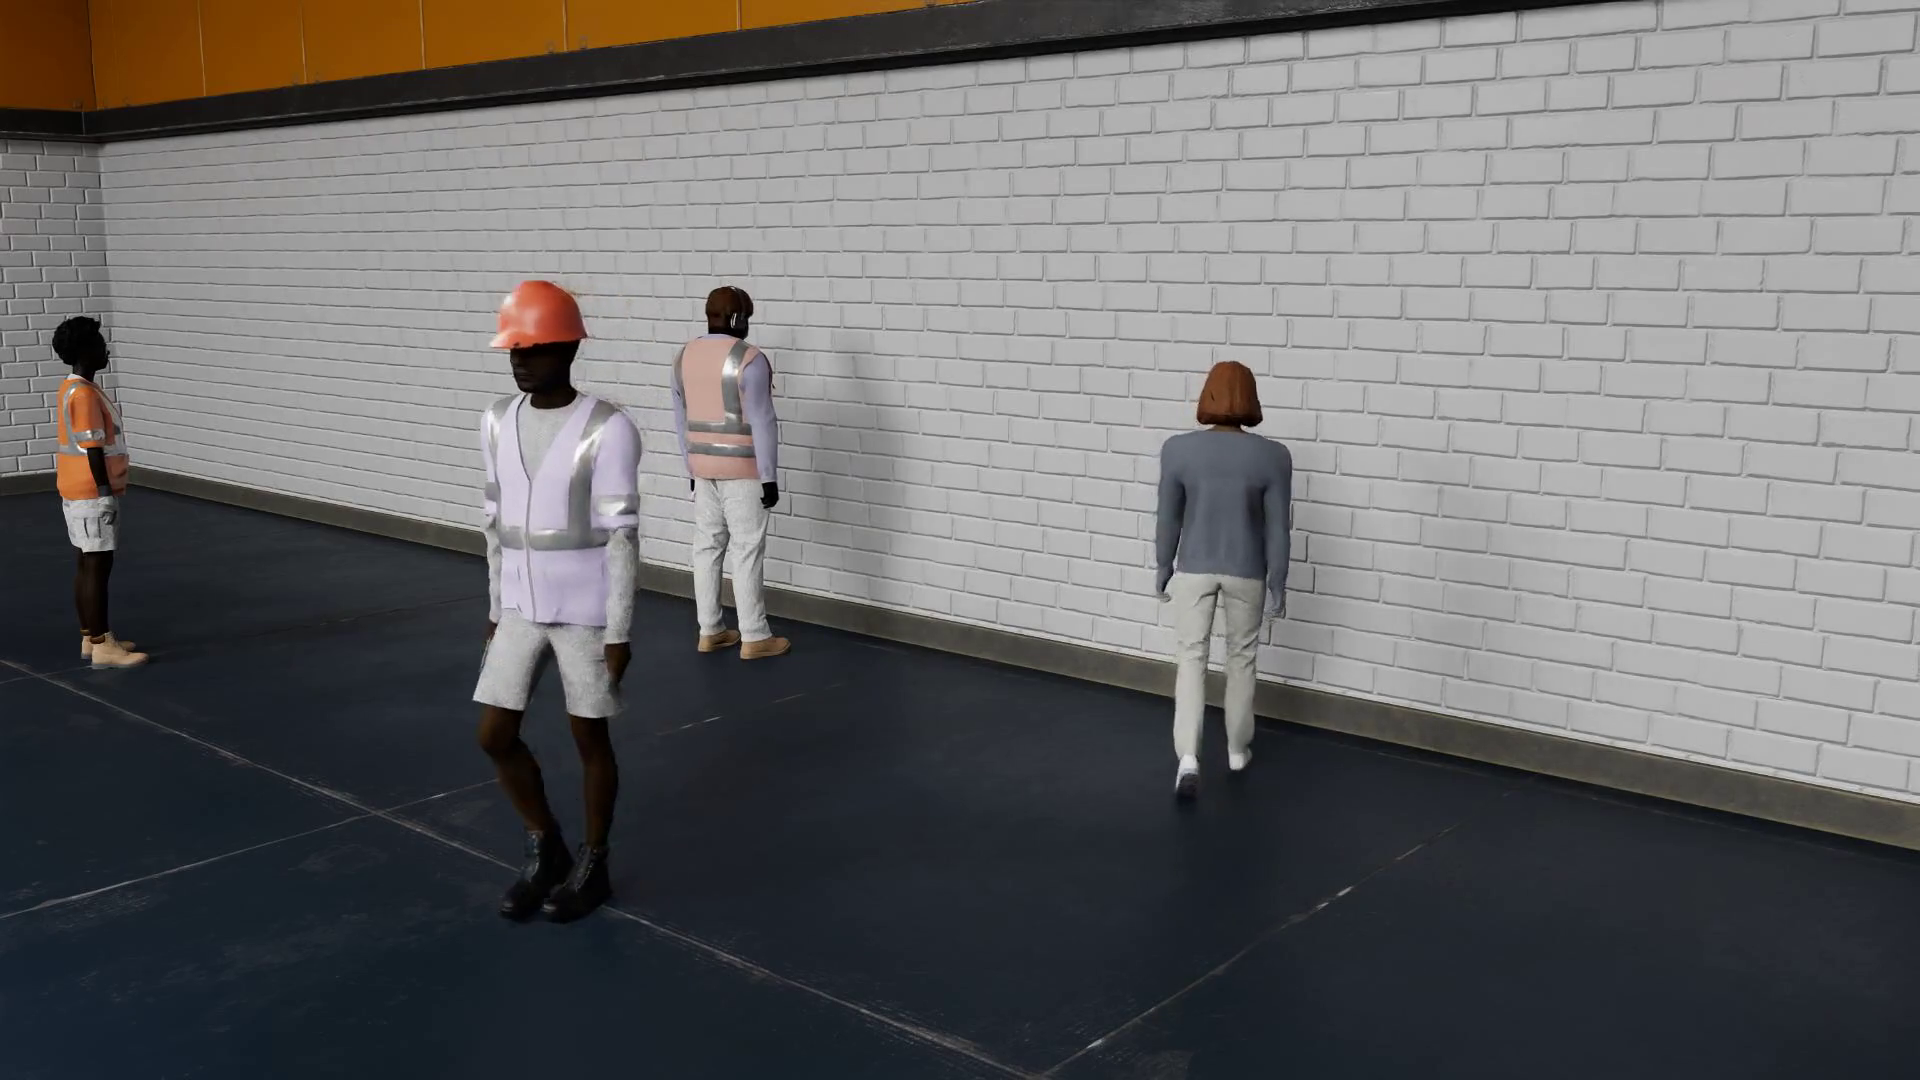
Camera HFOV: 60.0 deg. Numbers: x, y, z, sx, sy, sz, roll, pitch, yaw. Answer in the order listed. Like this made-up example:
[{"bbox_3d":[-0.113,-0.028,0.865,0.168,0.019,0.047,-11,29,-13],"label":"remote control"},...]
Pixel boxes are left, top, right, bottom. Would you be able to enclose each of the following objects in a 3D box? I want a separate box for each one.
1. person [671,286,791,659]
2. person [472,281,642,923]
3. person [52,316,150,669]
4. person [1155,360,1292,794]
[{"bbox_3d":[-1.126,-0.331,8.250,0.624,1.840,0.429,7,12,35],"label":"person"},{"bbox_3d":[-1.215,0.211,4.902,0.569,1.924,0.496,4,11,21],"label":"person"},{"bbox_3d":[-4.183,-0.227,8.047,0.316,1.700,0.529,-7,12,-34],"label":"person"},{"bbox_3d":[0.978,0.140,6.249,0.510,1.634,0.623,2,10,12],"label":"person"}]
